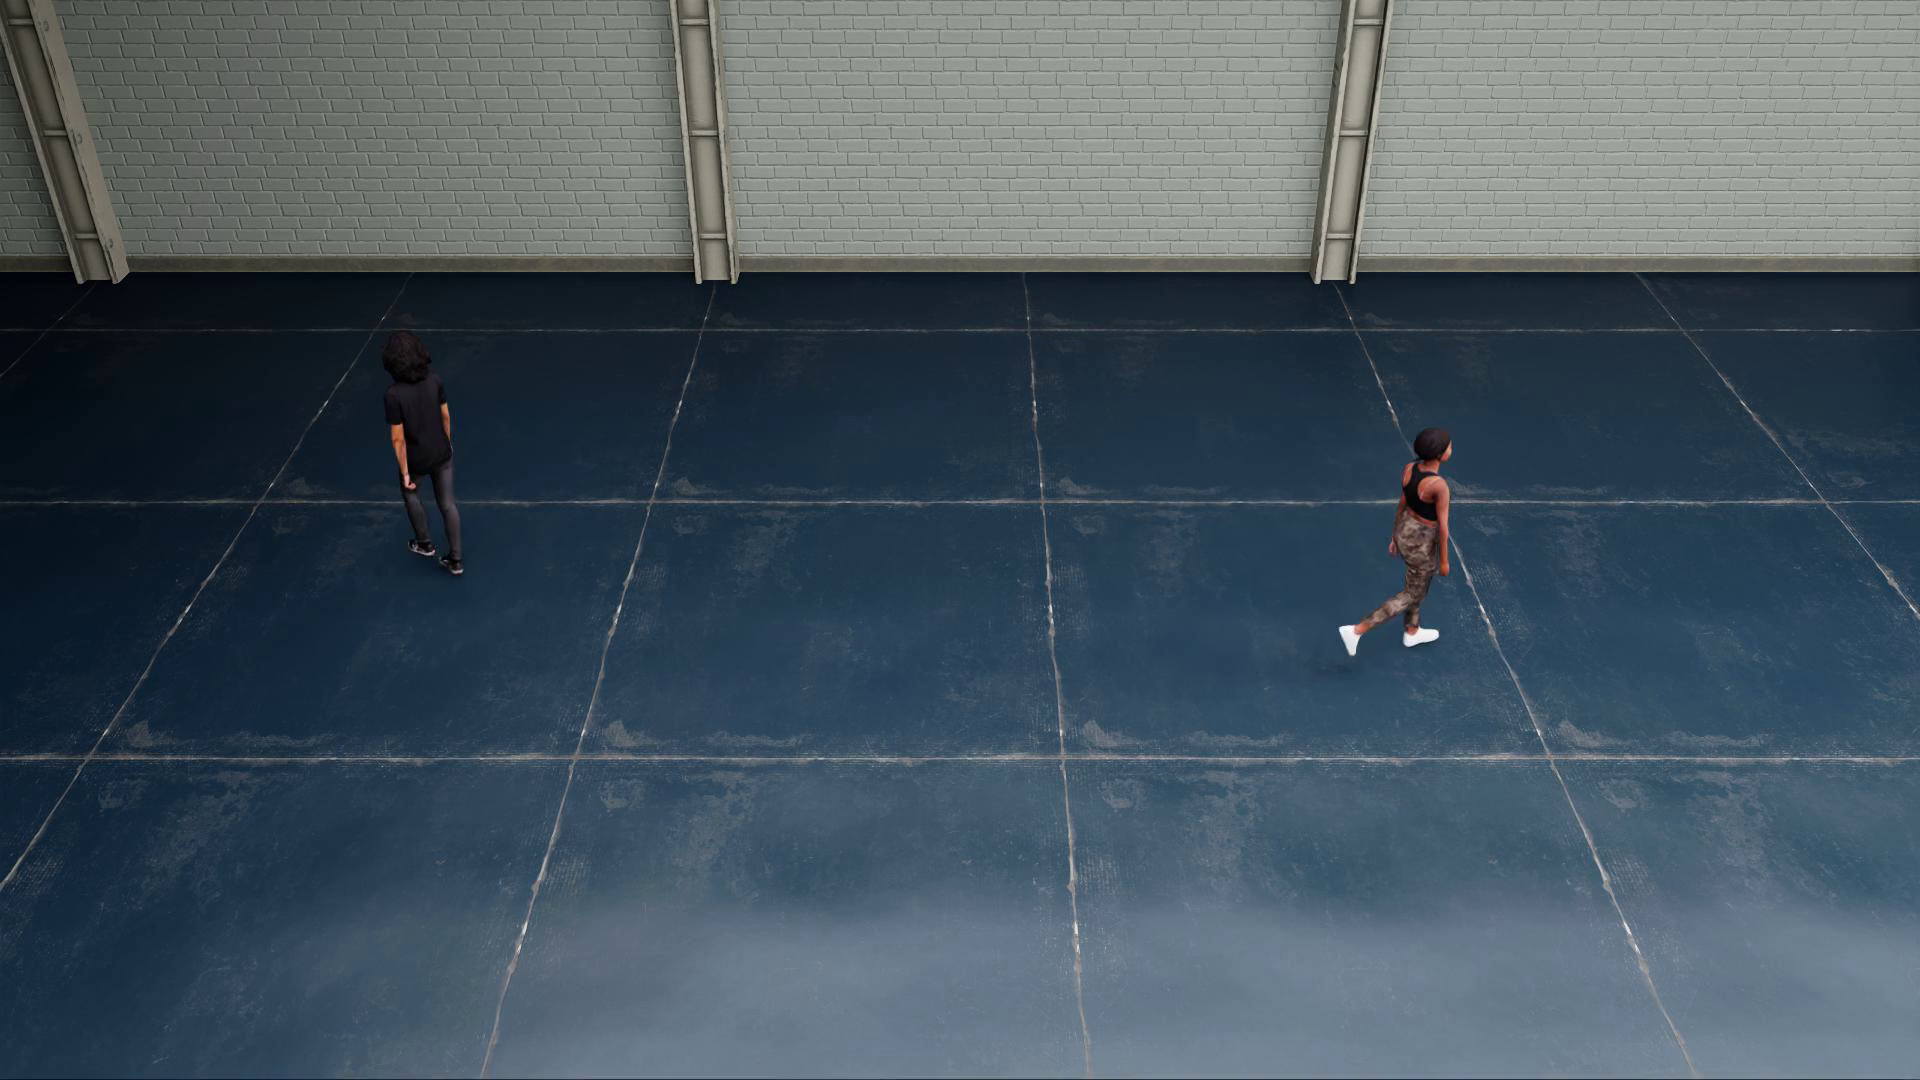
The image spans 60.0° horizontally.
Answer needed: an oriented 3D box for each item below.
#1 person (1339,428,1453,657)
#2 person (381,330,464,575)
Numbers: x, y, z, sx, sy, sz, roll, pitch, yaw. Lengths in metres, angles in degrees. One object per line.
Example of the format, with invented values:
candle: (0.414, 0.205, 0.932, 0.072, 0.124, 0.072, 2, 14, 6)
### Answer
person: (2.847, 0.066, 10.653, 1.100, 1.673, 0.770, -10, 34, -15)
person: (-3.648, -0.560, 11.487, 0.921, 1.812, 0.978, -27, 42, -35)
